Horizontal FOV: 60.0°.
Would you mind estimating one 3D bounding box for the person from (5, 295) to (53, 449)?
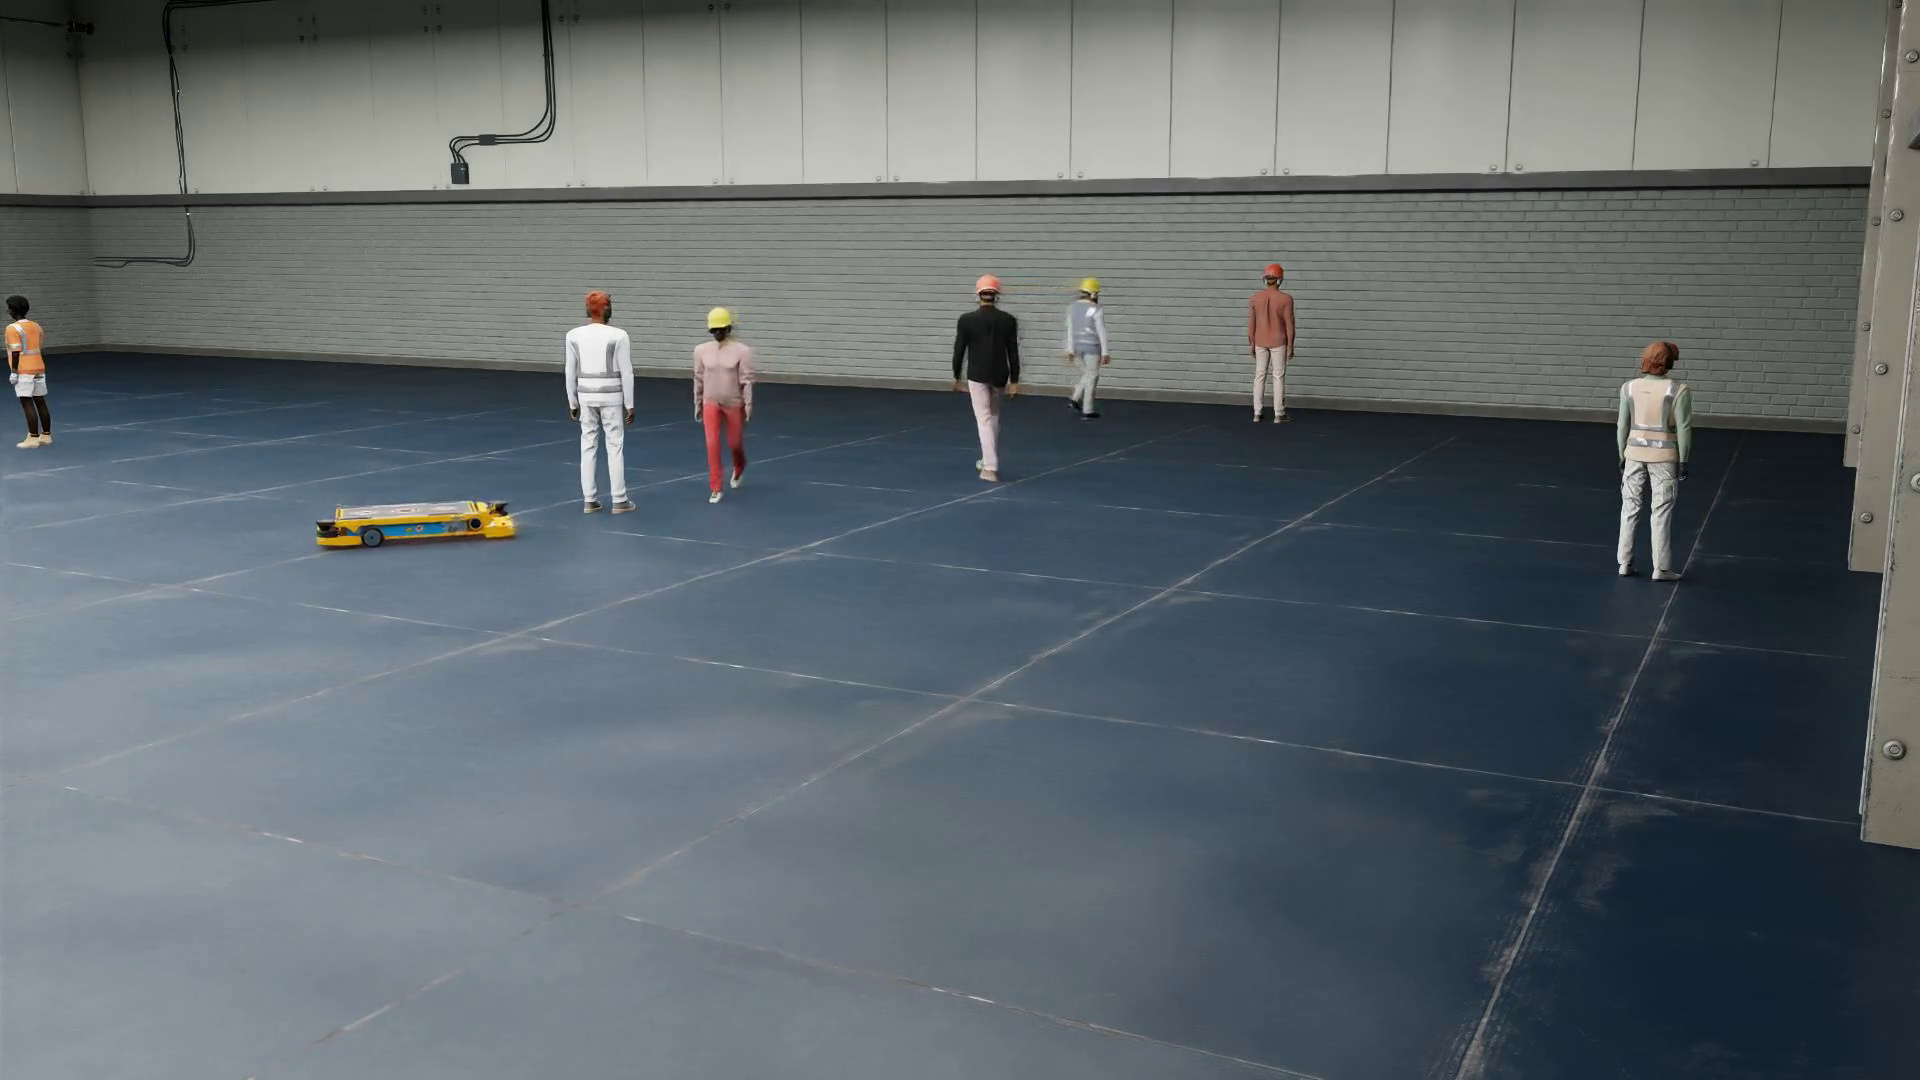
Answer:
[{"bbox_3d":[-10.340,-1.861,18.421,0.318,1.698,0.539,1,10,3],"label":"person"}]

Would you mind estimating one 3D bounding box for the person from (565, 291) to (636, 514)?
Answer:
[{"bbox_3d":[-3.040,-1.160,14.098,0.583,1.882,0.337,2,11,9],"label":"person"}]

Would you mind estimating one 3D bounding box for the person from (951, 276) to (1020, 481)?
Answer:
[{"bbox_3d":[0.214,-1.584,16.216,0.612,1.954,0.883,-4,11,-21],"label":"person"}]

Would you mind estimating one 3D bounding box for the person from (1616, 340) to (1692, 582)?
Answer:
[{"bbox_3d":[4.727,-0.536,11.357,0.310,1.642,0.514,-9,14,-40],"label":"person"}]

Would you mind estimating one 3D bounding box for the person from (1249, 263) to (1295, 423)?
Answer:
[{"bbox_3d":[3.929,-2.472,20.942,0.612,1.997,0.376,7,12,33],"label":"person"}]

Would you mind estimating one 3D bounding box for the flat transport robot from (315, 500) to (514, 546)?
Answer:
[{"bbox_3d":[-4.237,-0.140,12.937,1.431,0.197,0.652,-4,11,-19],"label":"flat transport robot"}]

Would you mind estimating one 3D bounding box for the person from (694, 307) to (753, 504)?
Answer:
[{"bbox_3d":[-2.106,-1.224,14.888,0.528,1.730,0.755,0,10,0],"label":"person"}]

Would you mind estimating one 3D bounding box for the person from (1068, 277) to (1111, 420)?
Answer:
[{"bbox_3d":[1.664,-2.432,21.205,0.423,1.816,0.601,-7,13,-34],"label":"person"}]
